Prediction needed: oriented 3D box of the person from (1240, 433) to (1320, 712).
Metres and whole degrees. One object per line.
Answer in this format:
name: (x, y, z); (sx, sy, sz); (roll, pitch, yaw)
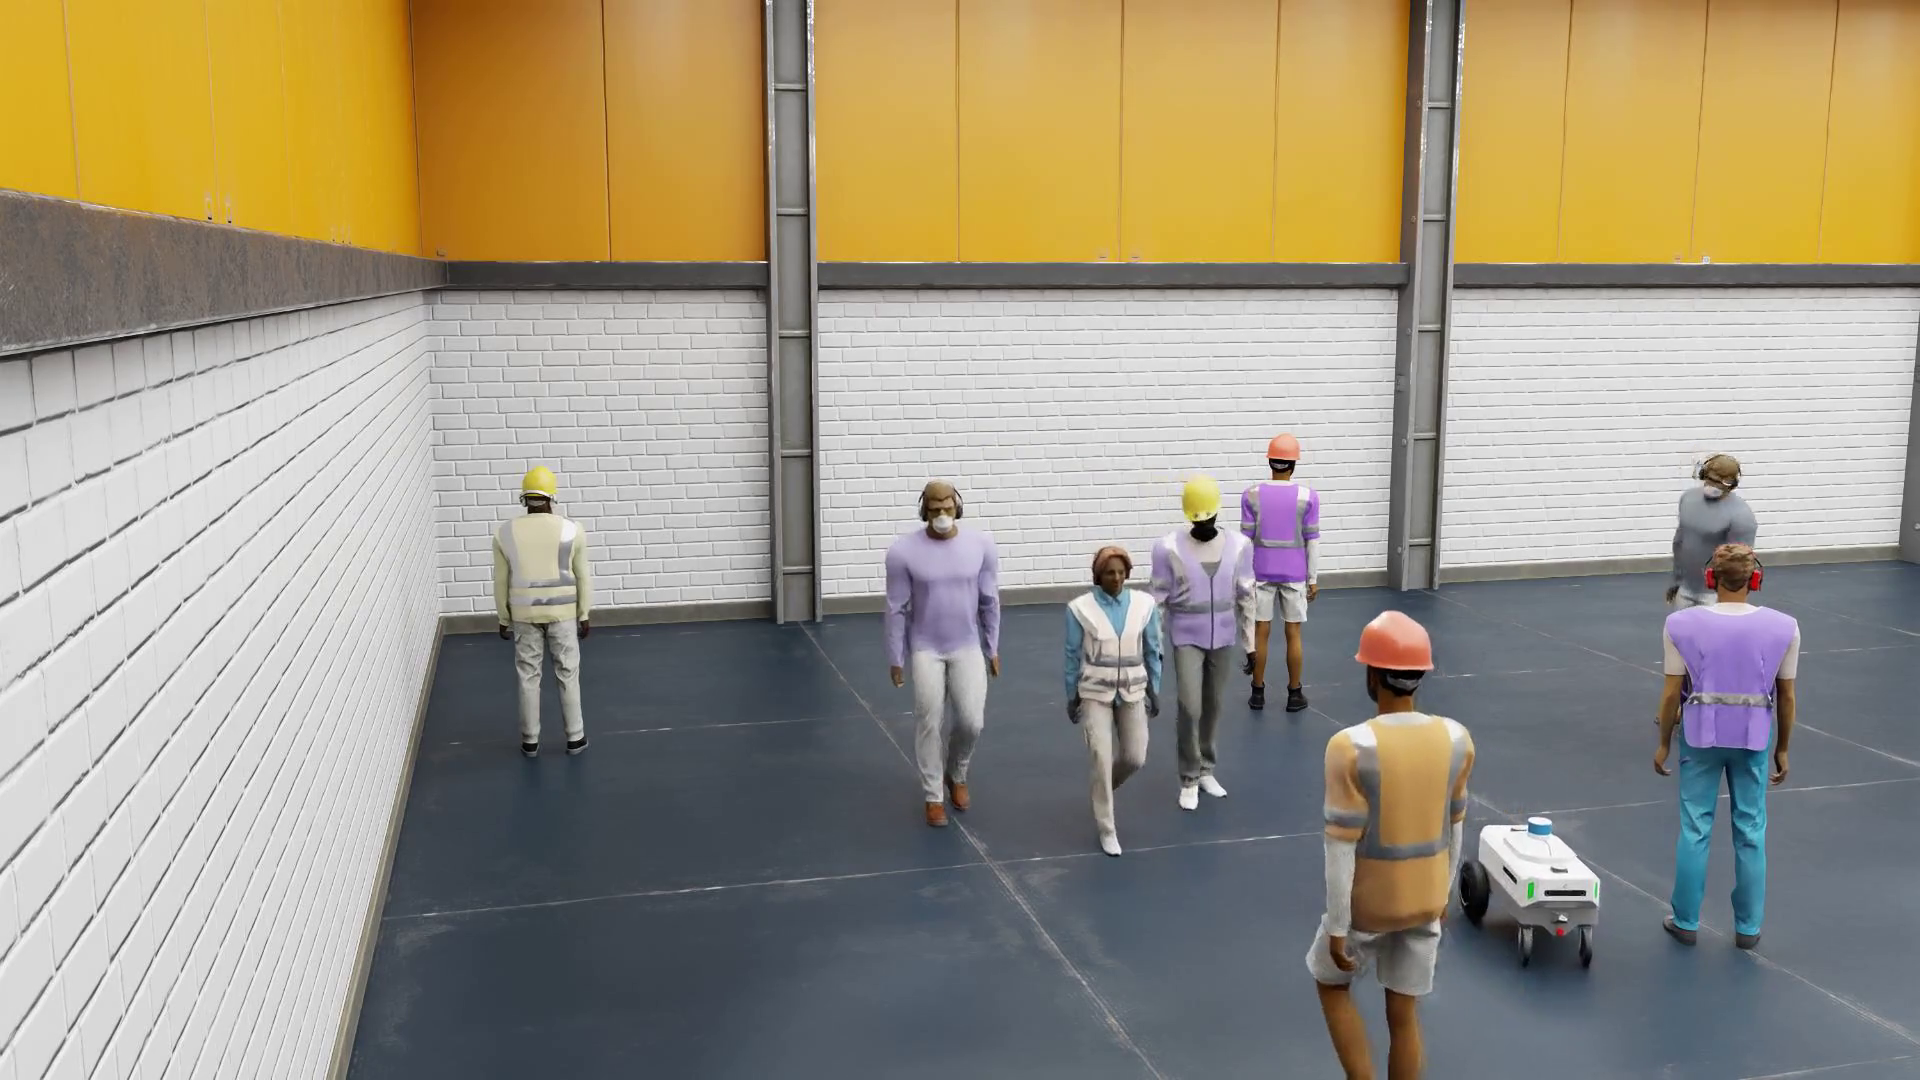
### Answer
person: (2.211, 0.228, 11.518); (0.548, 1.938, 0.358); (3, 9, 16)

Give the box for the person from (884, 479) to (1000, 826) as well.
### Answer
person: (-0.093, 0.621, 9.119); (0.648, 1.920, 0.439); (-1, 9, -8)

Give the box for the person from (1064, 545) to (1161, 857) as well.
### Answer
person: (0.793, 0.812, 8.824); (0.524, 1.622, 0.582); (-2, 9, -11)

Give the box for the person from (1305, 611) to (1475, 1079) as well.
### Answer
person: (1.426, 1.186, 5.581); (0.554, 1.918, 0.407); (-2, 9, -13)

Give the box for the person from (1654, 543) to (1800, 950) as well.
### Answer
person: (3.420, 0.929, 7.453); (0.563, 1.837, 0.389); (3, 9, 15)

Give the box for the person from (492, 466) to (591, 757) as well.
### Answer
person: (-2.615, 0.451, 10.449); (0.591, 1.834, 0.404); (-1, 9, -8)

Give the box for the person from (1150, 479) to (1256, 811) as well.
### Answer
person: (1.382, 0.584, 9.457); (0.578, 1.886, 0.658); (-2, 9, -12)

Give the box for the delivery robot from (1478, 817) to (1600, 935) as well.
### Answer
delivery robot: (2.622, 1.506, 7.555); (0.477, 0.478, 0.707); (0, 9, 0)

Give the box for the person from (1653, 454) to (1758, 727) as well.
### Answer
person: (4.870, 0.370, 10.795); (0.368, 1.898, 0.728); (-2, 9, -12)
